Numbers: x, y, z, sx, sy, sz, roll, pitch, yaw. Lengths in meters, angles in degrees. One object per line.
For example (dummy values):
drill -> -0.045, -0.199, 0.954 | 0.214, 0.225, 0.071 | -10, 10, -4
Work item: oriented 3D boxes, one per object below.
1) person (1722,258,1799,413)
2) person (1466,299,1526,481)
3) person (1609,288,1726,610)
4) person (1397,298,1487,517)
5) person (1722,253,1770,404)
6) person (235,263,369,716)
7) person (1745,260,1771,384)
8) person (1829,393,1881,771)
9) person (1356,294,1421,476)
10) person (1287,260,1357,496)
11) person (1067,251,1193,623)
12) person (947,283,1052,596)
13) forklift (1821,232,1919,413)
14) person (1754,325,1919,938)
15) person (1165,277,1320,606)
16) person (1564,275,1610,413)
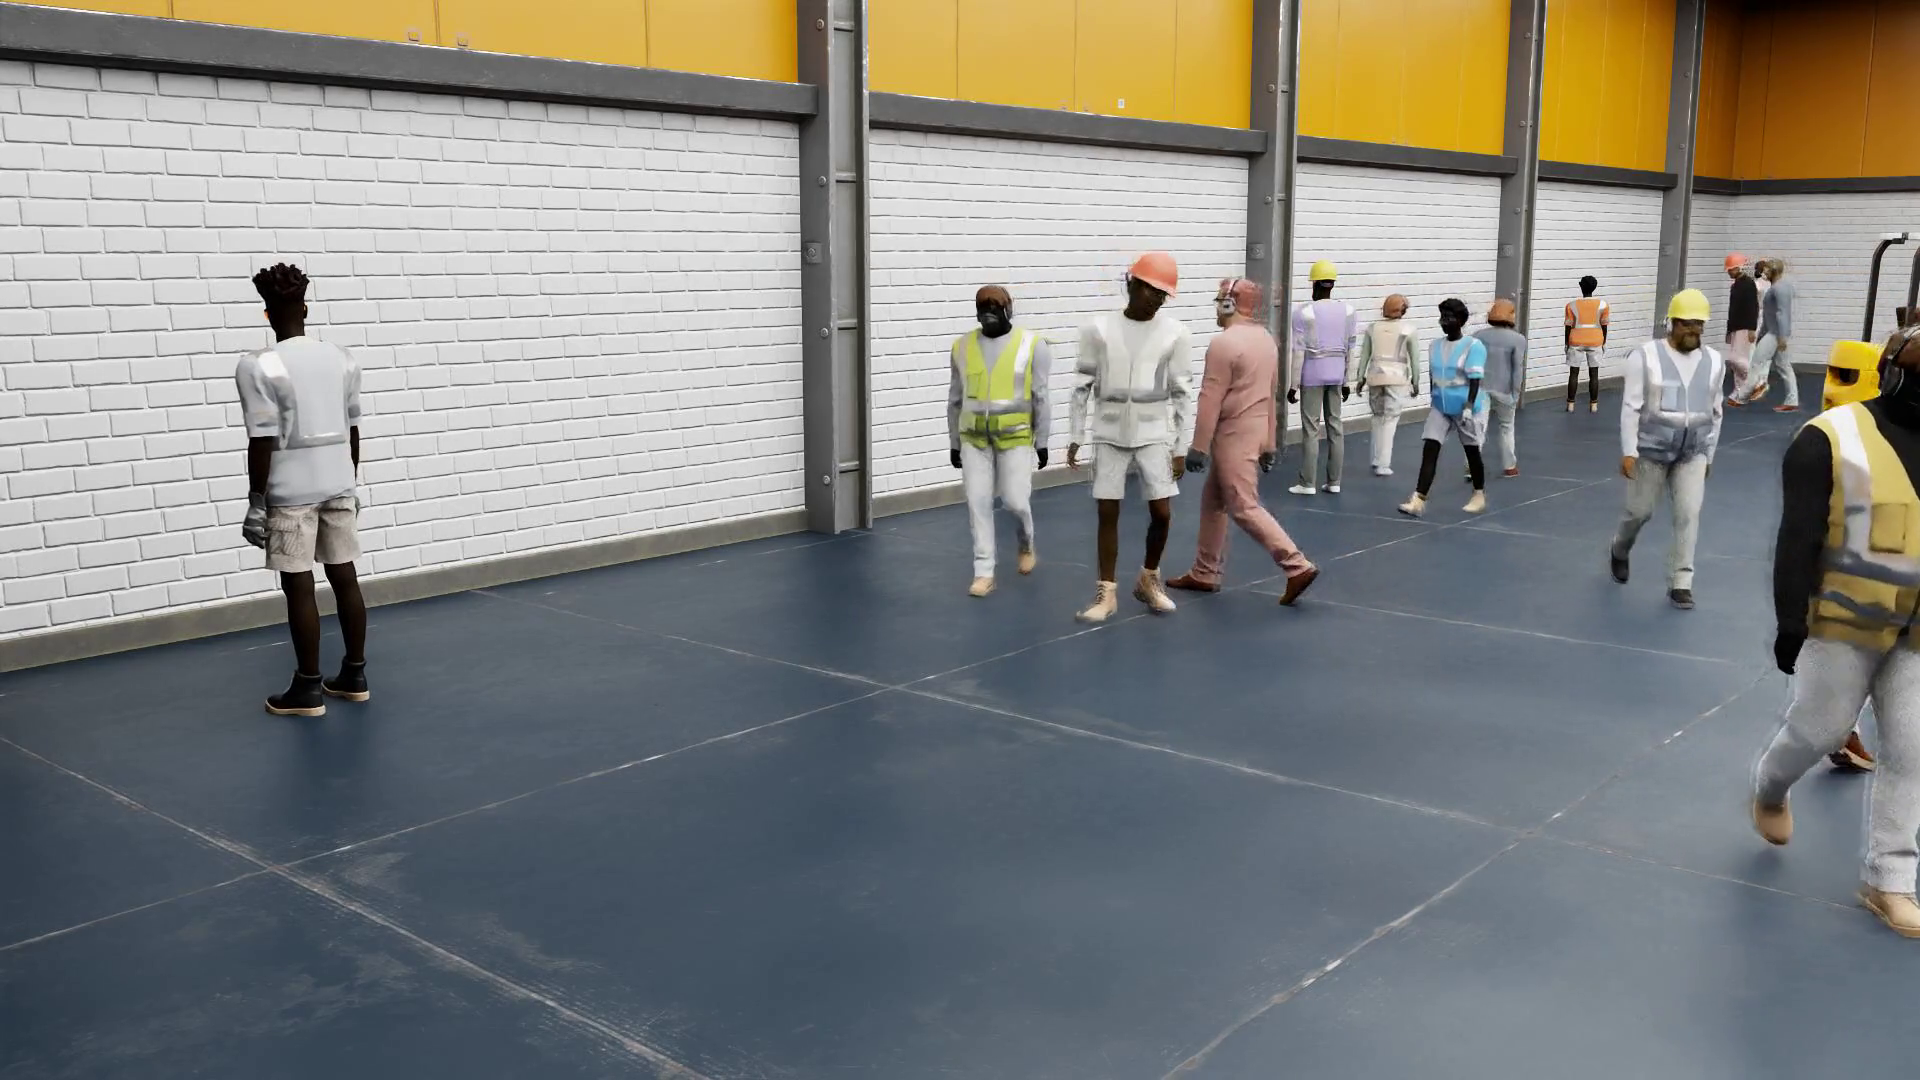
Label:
person -> 9.910, -2.508, 20.508 | 1.010, 1.886, 0.642 | 5, 11, 25
person -> 4.677, -1.308, 14.540 | 0.501, 1.591, 0.841 | 7, 12, 35
person -> 4.070, -0.545, 9.590 | 0.602, 1.809, 0.793 | 0, 10, 2
person -> 3.712, -0.991, 12.549 | 0.868, 1.649, 0.540 | -8, 13, -37
person -> 10.158, -2.737, 21.626 | 0.567, 1.955, 0.655 | 1, 10, 7
person -> -2.857, -0.211, 7.242 | 0.374, 1.957, 0.608 | 6, 11, 29
person -> 11.837, -3.213, 24.666 | 0.628, 1.843, 0.429 | -4, 11, -22
person -> 3.737, -0.008, 6.416 | 0.942, 1.847, 0.584 | -5, 11, -25
person -> 3.864, -1.393, 14.937 | 0.528, 1.613, 0.644 | 8, 13, 37
person -> 2.954, -1.320, 13.642 | 0.587, 1.927, 0.364 | -4, 11, -19
person -> 0.928, -0.547, 9.056 | 0.677, 2.007, 0.485 | 1, 10, 8
person -> 0.231, -0.597, 9.814 | 0.640, 1.821, 0.584 | 3, 10, 18
forklift -> 9.955, -1.972, 16.595 | 2.313, 2.155, 1.214 | 1, 10, 8
person -> 2.797, 0.232, 5.158 | 0.651, 1.812, 0.788 | 0, 10, 2
person -> 1.649, -0.572, 9.558 | 0.935, 1.872, 0.637 | 6, 11, 29
person -> 7.725, -2.413, 20.545 | 0.532, 1.694, 0.320 | 3, 10, 16
